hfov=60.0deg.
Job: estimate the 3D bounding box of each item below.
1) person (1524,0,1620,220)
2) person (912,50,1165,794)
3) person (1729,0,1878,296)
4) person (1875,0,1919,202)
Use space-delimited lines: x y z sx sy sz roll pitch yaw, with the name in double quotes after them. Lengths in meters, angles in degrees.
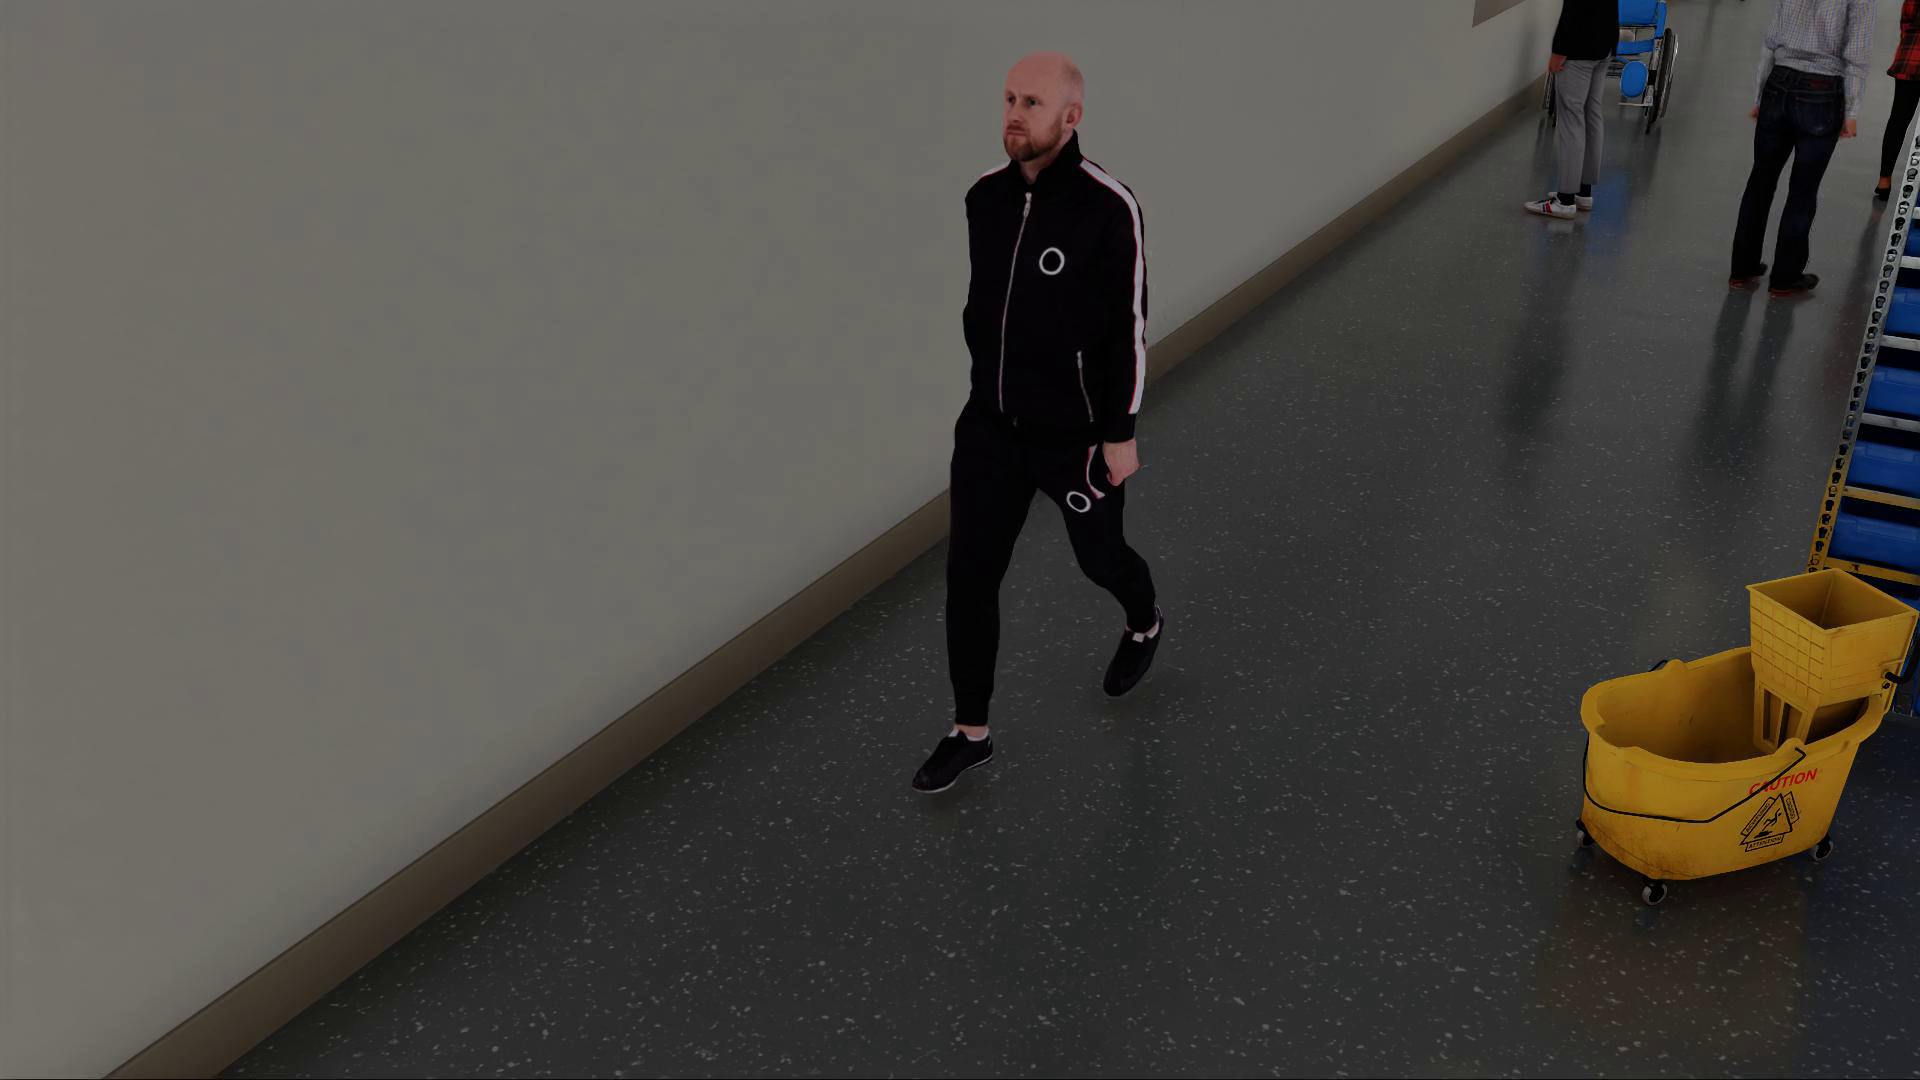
3.470 -2.779 9.180 0.770 1.949 0.684 -23 34 -39 "person"
0.281 -0.284 4.182 1.163 1.797 0.837 18 31 32 "person"
4.006 -2.084 7.892 0.816 1.815 0.694 -17 31 -32 "person"
5.570 -2.789 9.485 0.542 1.703 0.712 20 32 35 "person"
